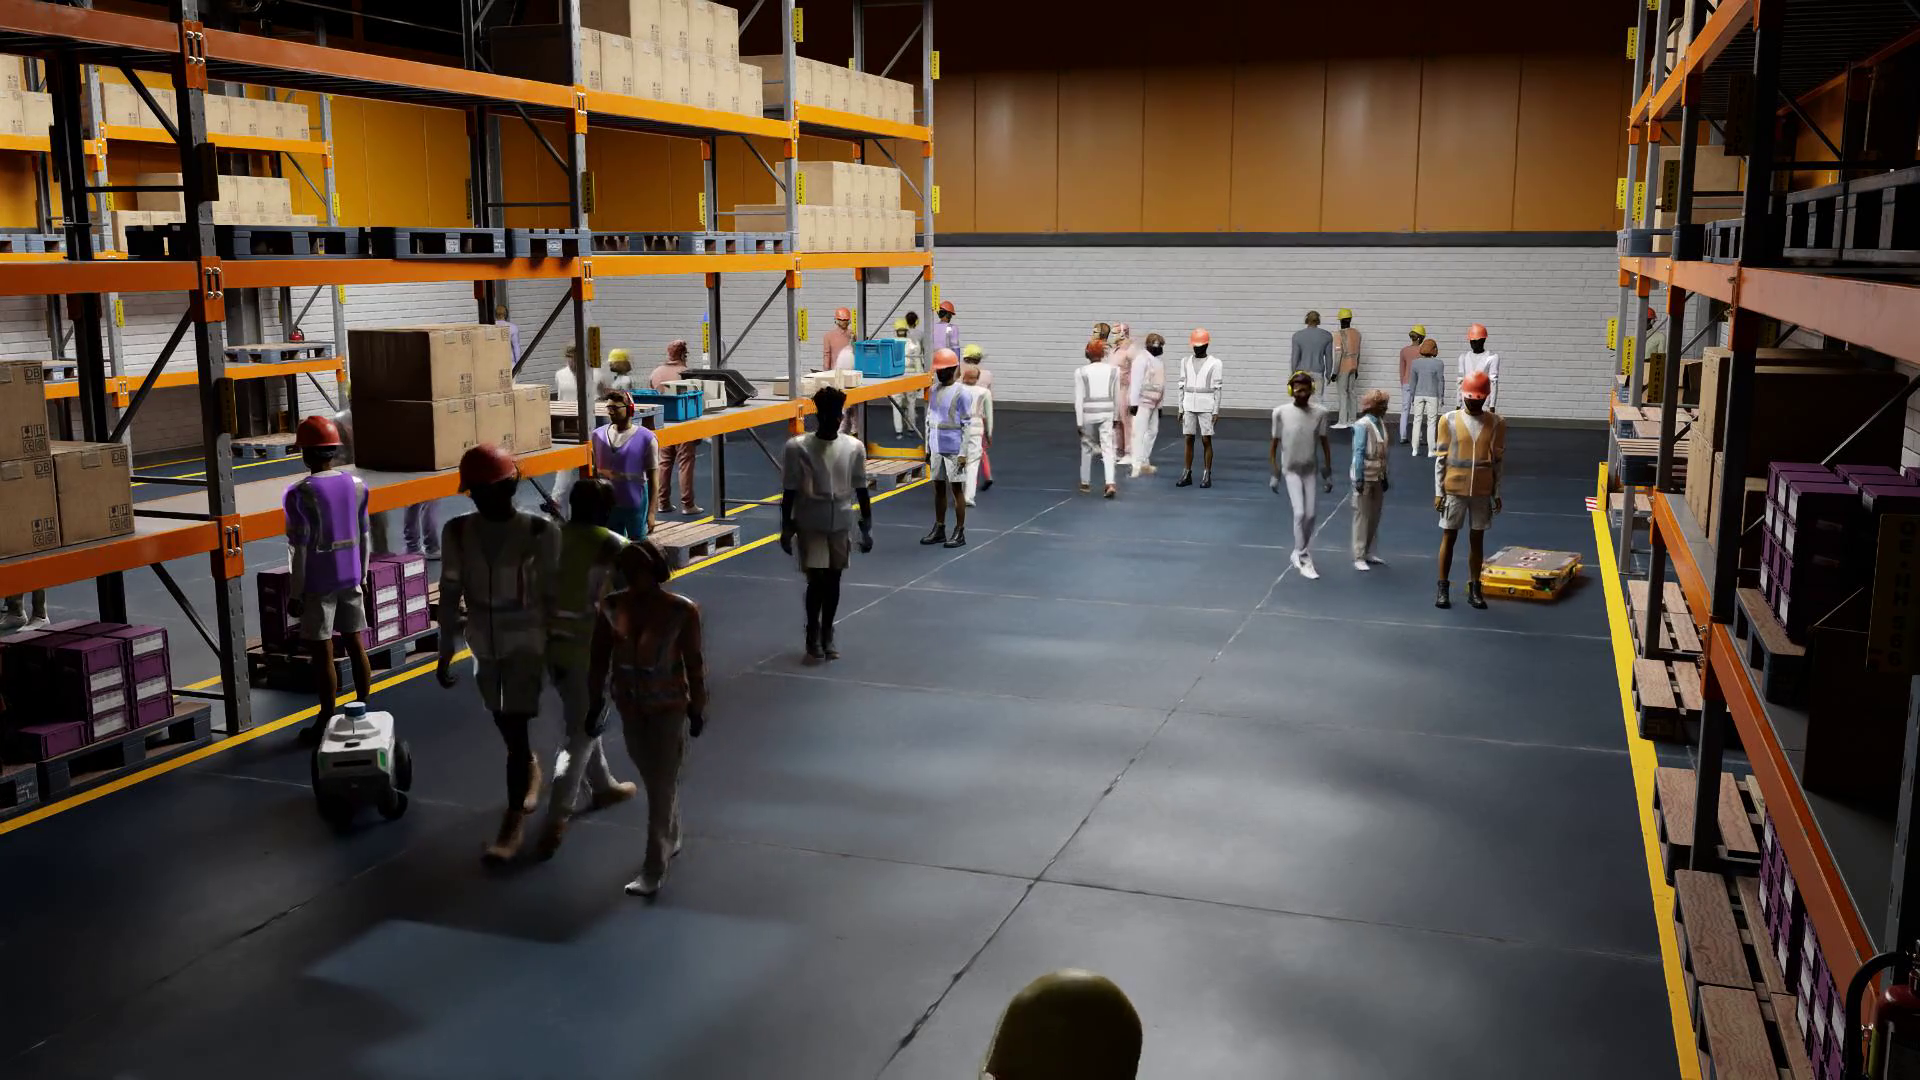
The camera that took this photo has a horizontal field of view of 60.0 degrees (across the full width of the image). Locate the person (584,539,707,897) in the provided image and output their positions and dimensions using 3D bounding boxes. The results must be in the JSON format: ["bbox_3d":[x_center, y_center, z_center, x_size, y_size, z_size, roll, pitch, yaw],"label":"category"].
[{"bbox_3d":[-1.449,0.802,7.563,0.501,1.598,0.828,3,11,18],"label":"person"}]

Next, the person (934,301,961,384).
[{"bbox_3d":[-0.230,-2.774,26.462,0.604,2.034,0.386,7,12,35],"label":"person"}]

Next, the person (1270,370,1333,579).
[{"bbox_3d":[3.043,-0.591,14.742,0.590,1.824,0.648,-1,10,-5],"label":"person"}]

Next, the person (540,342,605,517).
[{"bbox_3d":[-4.146,-1.192,17.983,0.647,1.876,1.045,4,11,22],"label":"person"}]

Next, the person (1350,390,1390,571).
[{"bbox_3d":[3.684,-0.540,15.066,0.350,1.618,0.562,8,13,39],"label":"person"}]

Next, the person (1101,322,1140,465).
[{"bbox_3d":[2.148,-1.954,22.211,0.399,1.905,0.643,-4,11,-23],"label":"person"}]

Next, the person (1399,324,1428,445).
[{"bbox_3d":[6.675,-2.269,24.378,0.312,1.768,0.524,-8,13,-39],"label":"person"}]

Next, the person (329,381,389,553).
[{"bbox_3d":[-5.129,-0.503,14.303,0.449,1.840,0.595,7,12,33],"label":"person"}]

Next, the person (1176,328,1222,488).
[{"bbox_3d":[2.878,-1.589,20.072,0.543,1.933,0.363,5,11,27],"label":"person"}]

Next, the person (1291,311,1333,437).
[{"bbox_3d":[5.367,-2.538,25.399,0.635,1.937,0.352,0,10,2],"label":"person"}]

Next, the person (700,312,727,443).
[{"bbox_3d":[-3.646,-2.411,24.658,0.389,1.946,0.614,-4,11,-21],"label":"person"}]

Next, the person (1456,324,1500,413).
[{"bbox_3d":[6.517,-1.754,21.014,0.543,1.933,0.382,9,13,40],"label":"person"}]

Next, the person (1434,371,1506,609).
[{"bbox_3d":[4.098,-0.399,13.384,0.543,1.928,0.374,1,10,6],"label":"person"}]

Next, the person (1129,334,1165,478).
[{"bbox_3d":[2.354,-1.699,21.076,0.433,1.810,0.736,6,12,29],"label":"person"}]

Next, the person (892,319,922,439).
[{"bbox_3d":[-0.880,-2.452,25.310,0.618,1.796,0.766,0,10,1],"label":"person"}]

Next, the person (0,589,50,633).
[{"bbox_3d":[-7.165,-0.220,12.552,0.532,1.865,0.310,4,11,22],"label":"person"}]

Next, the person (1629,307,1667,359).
[{"bbox_3d":[10.290,-2.502,25.037,0.381,1.994,0.622,-9,13,-41],"label":"person"}]

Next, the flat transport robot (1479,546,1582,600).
[{"bbox_3d":[4.889,0.268,14.291,0.652,0.197,1.431,6,11,29],"label":"flat transport robot"}]

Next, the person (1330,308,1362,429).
[{"bbox_3d":[6.133,-2.726,26.501,0.590,1.923,0.383,-7,13,-36],"label":"person"}]

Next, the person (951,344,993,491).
[{"bbox_3d":[0.165,-1.429,19.677,0.415,1.752,0.583,10,14,43],"label":"person"}]

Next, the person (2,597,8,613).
[{"bbox_3d":[-7.767,-0.288,13.221,0.527,1.765,0.328,0,10,-1],"label":"person"}]

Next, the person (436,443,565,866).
[{"bbox_3d":[-2.227,0.494,8.213,0.610,1.994,1.005,2,10,10],"label":"person"}]

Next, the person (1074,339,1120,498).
[{"bbox_3d":[1.610,-1.417,19.414,0.572,1.847,0.987,-1,10,-6],"label":"person"}]

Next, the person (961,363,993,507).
[{"bbox_3d":[0.101,-1.185,18.750,0.530,1.593,0.804,1,10,8],"label":"person"}]

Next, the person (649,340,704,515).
[{"bbox_3d":[-3.060,-1.227,18.144,0.636,1.899,0.396,5,11,27],"label":"person"}]

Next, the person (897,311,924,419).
[{"bbox_3d":[-0.804,-2.880,27.635,0.505,1.832,0.892,3,10,16],"label":"person"}]

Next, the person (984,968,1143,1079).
[{"bbox_3d":[0.055,1.577,2.418,0.620,1.864,0.752,2,10,9],"label":"person"}]

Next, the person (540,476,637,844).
[{"bbox_3d":[-1.912,0.582,8.289,0.677,1.791,0.931,4,11,21],"label":"person"}]

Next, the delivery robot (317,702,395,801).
[{"bbox_3d":[-3.126,1.085,8.627,0.477,0.478,0.707,-3,11,-16],"label":"delivery robot"}]

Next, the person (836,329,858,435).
[{"bbox_3d":[-1.440,-1.818,21.575,0.805,1.859,0.644,-4,11,-21],"label":"person"}]

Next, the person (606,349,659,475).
[{"bbox_3d":[-4.008,-1.447,19.958,0.912,1.700,0.480,-3,10,-14],"label":"person"}]

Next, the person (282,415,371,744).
[{"bbox_3d":[-3.725,0.235,9.787,0.361,1.938,0.545,6,12,32],"label":"person"}]

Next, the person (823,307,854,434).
[{"bbox_3d":[-1.761,-2.499,25.018,0.611,1.996,0.379,-5,11,-28],"label":"person"}]

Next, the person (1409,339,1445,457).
[{"bbox_3d":[6.466,-1.966,23.035,0.498,1.634,0.280,8,13,38],"label":"person"}]

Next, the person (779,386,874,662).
[{"bbox_3d":[-0.923,-0.102,11.642,0.643,1.946,0.542,-5,11,-25],"label":"person"}]

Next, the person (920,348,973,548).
[{"bbox_3d":[-0.136,-0.893,16.137,0.544,1.938,0.355,9,13,40],"label":"person"}]

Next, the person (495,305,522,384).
[{"bbox_3d":[-7.569,-2.929,27.604,0.631,1.939,0.372,1,10,8],"label":"person"}]

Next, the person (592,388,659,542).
[{"bbox_3d":[-2.552,-0.237,12.700,0.564,1.848,0.388,4,11,20],"label":"person"}]

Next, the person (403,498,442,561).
[{"bbox_3d":[-4.990,-0.762,15.493,0.652,1.906,0.403,8,13,37],"label":"person"}]

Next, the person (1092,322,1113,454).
[{"bbox_3d":[1.999,-2.128,23.351,0.343,1.847,0.506,1,10,6],"label":"person"}]
